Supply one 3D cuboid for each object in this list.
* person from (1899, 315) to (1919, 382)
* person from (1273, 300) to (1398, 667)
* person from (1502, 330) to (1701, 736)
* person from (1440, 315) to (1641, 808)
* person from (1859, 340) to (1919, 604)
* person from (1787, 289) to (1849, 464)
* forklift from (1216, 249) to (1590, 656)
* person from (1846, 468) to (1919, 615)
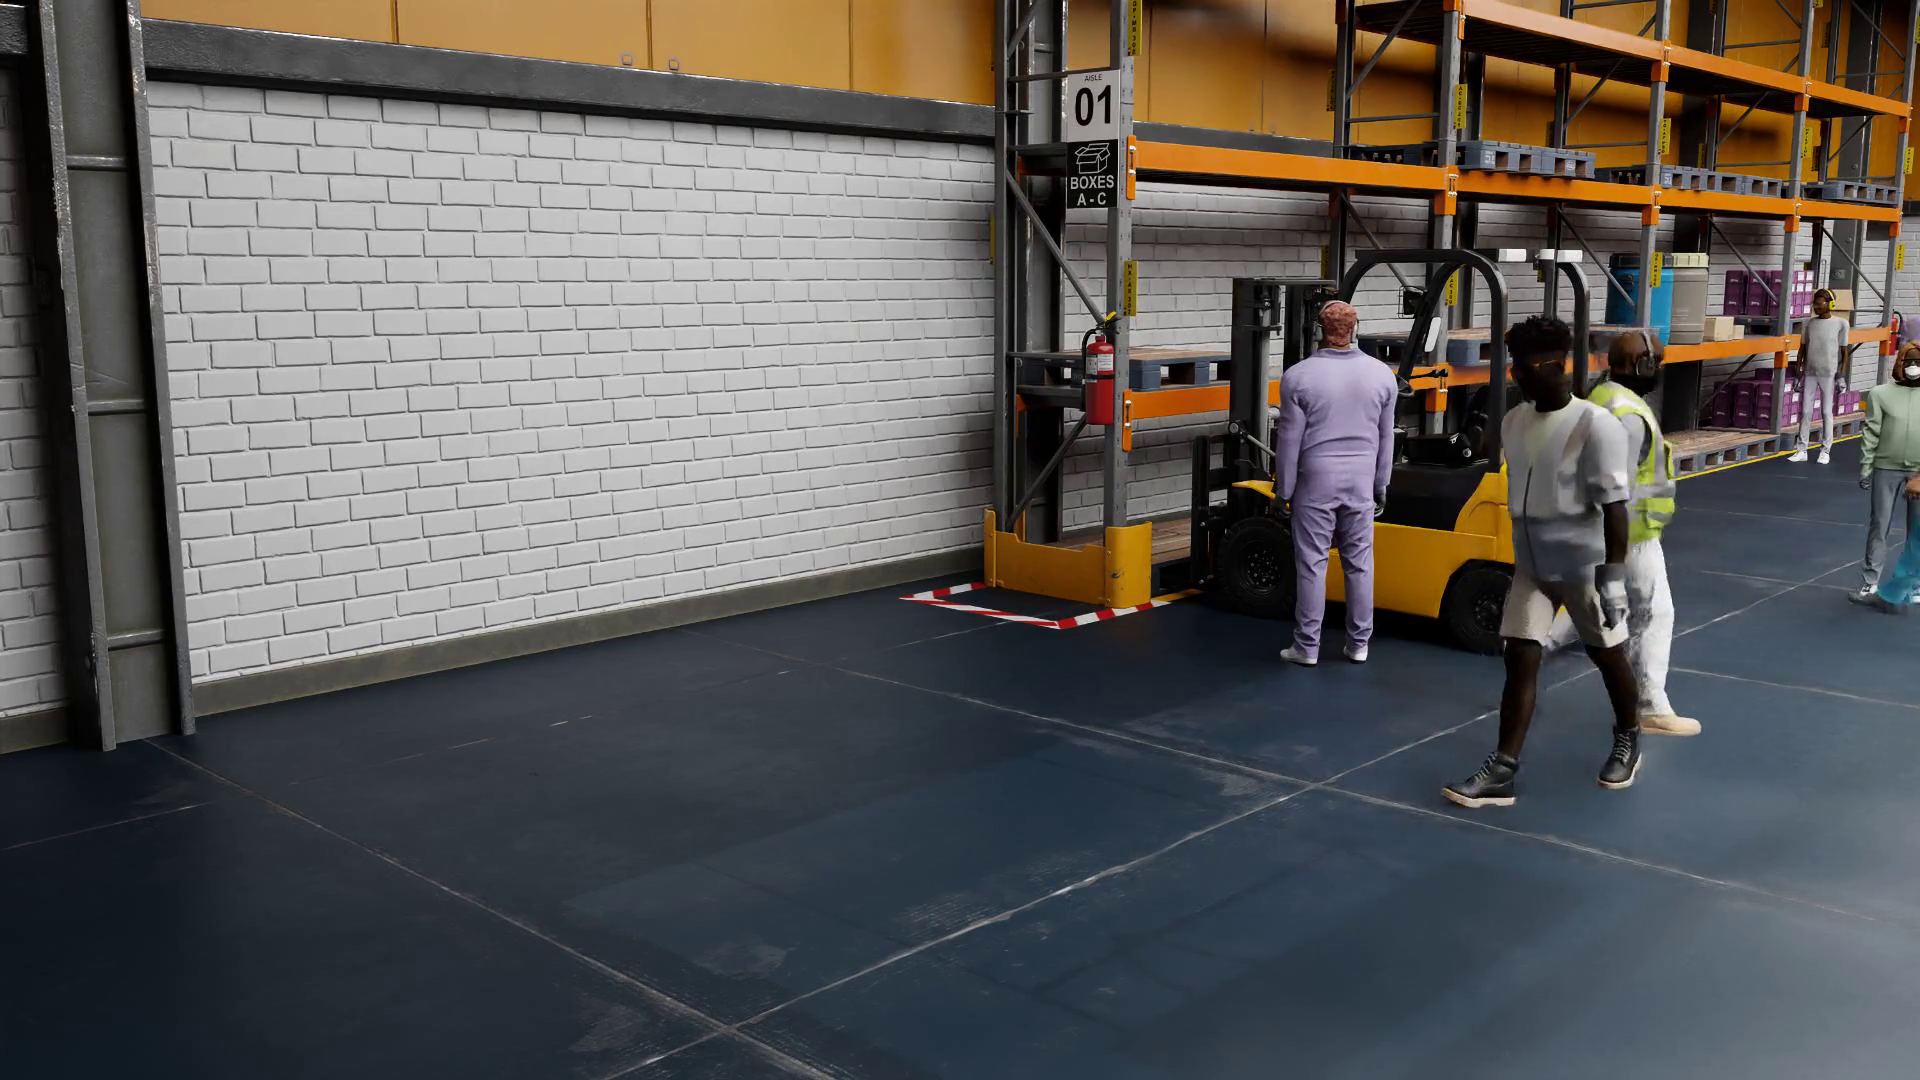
[{"bbox_3d":[10.329,-1.753,17.731,0.601,1.894,0.460,5,11,28],"label":"person"},{"bbox_3d":[1.932,-0.285,8.673,0.639,1.908,0.409,-2,9,-10],"label":"person"},{"bbox_3d":[2.908,-0.041,7.473,0.778,1.810,0.622,2,9,10],"label":"person"},{"bbox_3d":[2.375,0.083,6.466,1.029,1.900,0.722,-5,10,-27],"label":"person"},{"bbox_3d":[5.862,-0.417,10.319,0.507,1.630,0.270,5,10,27],"label":"person"},{"bbox_3d":[9.166,-1.739,17.733,0.322,1.858,0.528,-9,13,-43],"label":"person"},{"bbox_3d":[2.710,-0.584,9.626,2.313,2.155,1.214,9,13,43],"label":"forklift"},{"bbox_3d":[5.767,-0.389,9.651,0.971,1.798,0.573,7,12,37],"label":"person"}]
